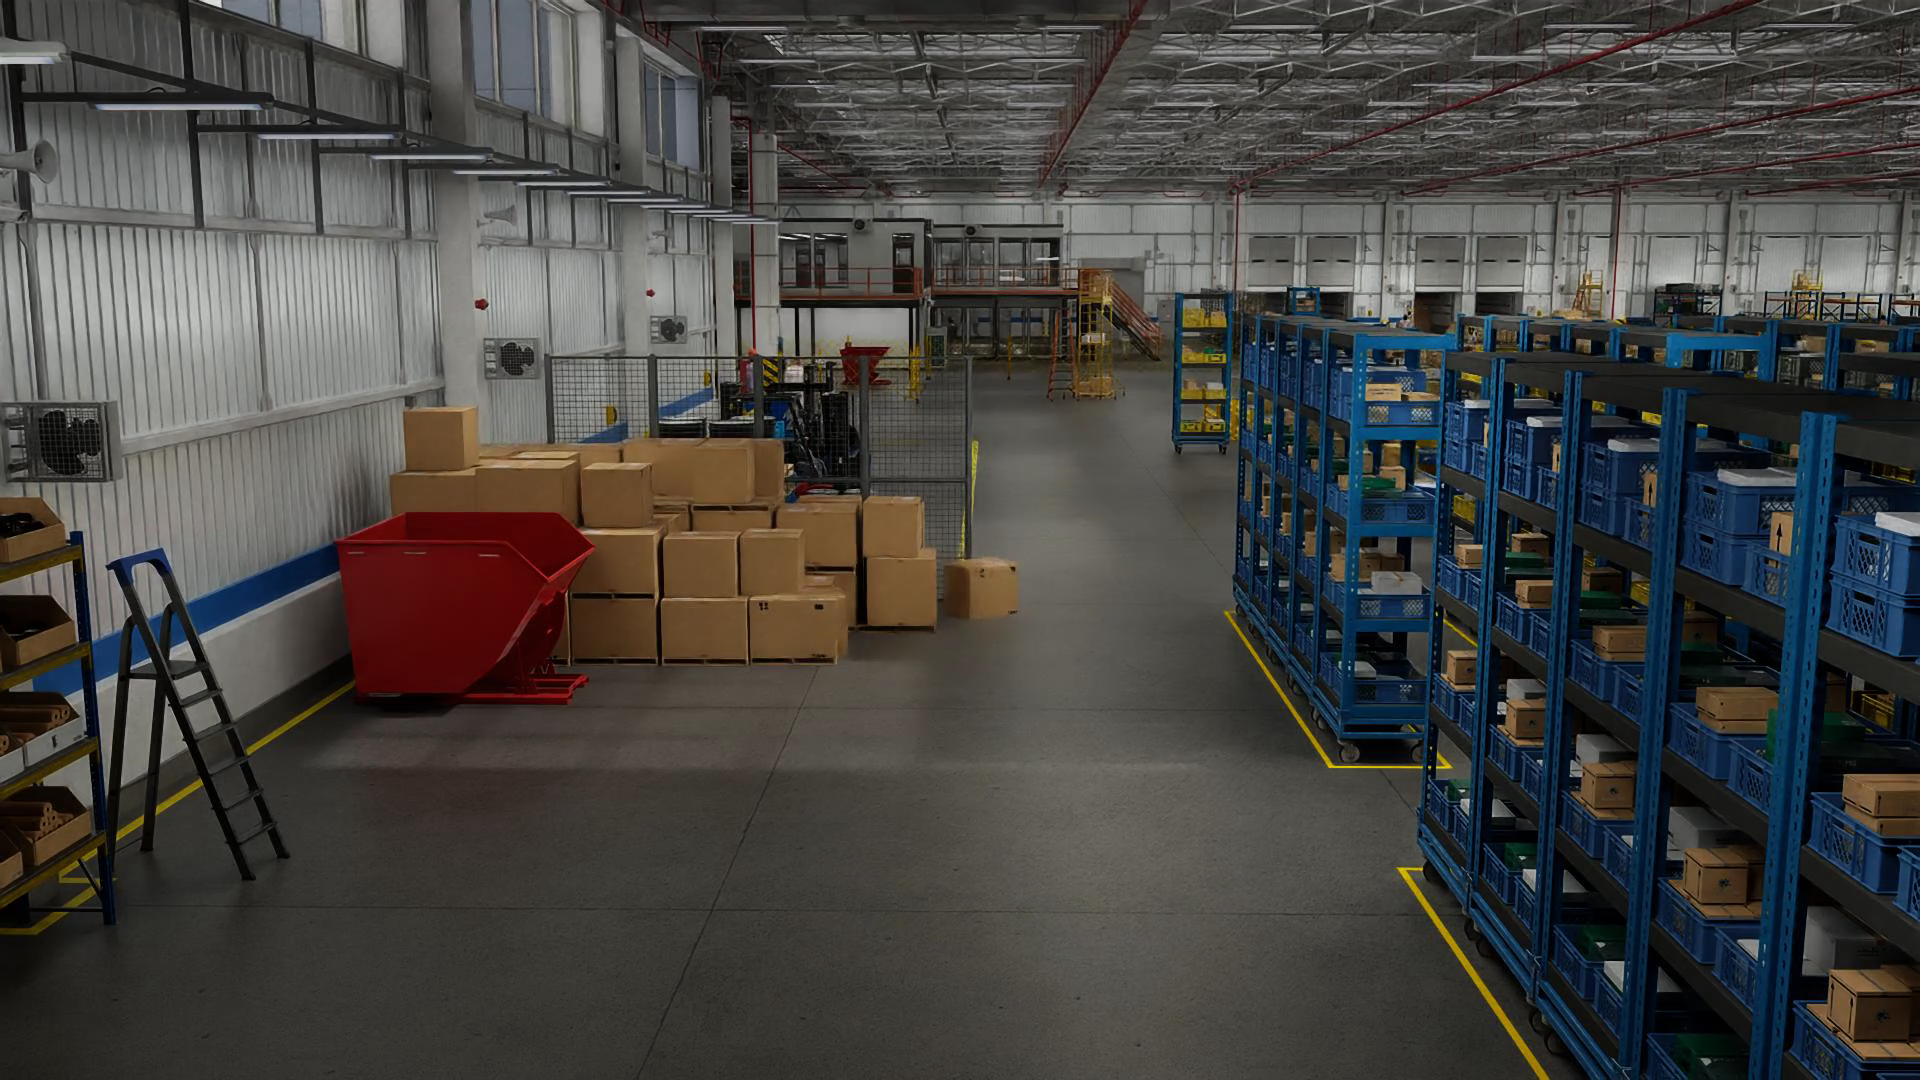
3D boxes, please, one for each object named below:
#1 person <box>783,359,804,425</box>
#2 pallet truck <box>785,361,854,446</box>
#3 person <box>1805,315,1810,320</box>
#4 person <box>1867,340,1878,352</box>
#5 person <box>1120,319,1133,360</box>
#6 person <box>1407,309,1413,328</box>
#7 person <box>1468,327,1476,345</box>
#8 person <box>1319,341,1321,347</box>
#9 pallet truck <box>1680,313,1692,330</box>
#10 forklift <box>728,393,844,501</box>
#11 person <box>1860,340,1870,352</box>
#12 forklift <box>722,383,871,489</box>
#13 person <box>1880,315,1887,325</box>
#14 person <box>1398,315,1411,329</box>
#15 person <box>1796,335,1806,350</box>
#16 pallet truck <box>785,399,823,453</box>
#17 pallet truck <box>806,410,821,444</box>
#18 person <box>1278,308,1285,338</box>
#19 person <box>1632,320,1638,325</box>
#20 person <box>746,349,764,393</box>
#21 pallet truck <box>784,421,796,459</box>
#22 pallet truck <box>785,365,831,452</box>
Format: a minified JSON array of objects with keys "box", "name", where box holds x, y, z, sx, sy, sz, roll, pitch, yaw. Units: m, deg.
[{"box":[-4.337,-3.894,43.774,0.641,1.857,0.985,-1,9,-8],"name":"person"},{"box":[-3.410,-3.193,38.978,1.885,1.965,0.823,0,9,-1],"name":"pallet truck"},{"box":[41.614,-10.095,81.833,0.644,1.908,0.528,7,12,39],"name":"person"},{"box":[31.474,-6.080,57.632,0.856,1.736,0.526,7,12,38],"name":"person"},{"box":[7.659,-9.223,76.583,0.589,1.864,0.652,0,9,1],"name":"person"},{"box":[25.591,-12.176,94.639,0.399,1.918,0.589,6,11,31],"name":"person"},{"box":[20.419,-7.576,66.432,0.335,1.864,0.521,-1,9,-9],"name":"person"},{"box":[14.342,-7.395,65.128,0.540,1.930,0.386,0,9,1],"name":"person"},{"box":[36.315,-10.531,84.244,0.823,1.965,1.885,-6,11,-33],"name":"pallet truck"},{"box":[-2.979,-1.316,26.476,2.680,1.987,1.157,0,9,1],"name":"forklift"},{"box":[31.829,-6.219,58.517,0.890,1.699,0.582,7,11,36],"name":"person"},{"box":[-2.893,-1.687,28.729,2.680,1.987,1.157,0,9,-1],"name":"forklift"},{"box":[50.826,-11.545,91.579,0.913,1.645,0.534,-6,11,-35],"name":"person"},{"box":[23.120,-10.813,86.566,0.678,1.815,0.600,3,10,15],"name":"person"},{"box":[30.731,-6.685,60.913,0.310,1.868,0.532,-2,9,-11],"name":"person"},{"box":[-3.814,-2.432,36.419,1.630,1.274,0.653,0,9,1],"name":"pallet truck"},{"box":[-3.559,-2.018,33.905,1.522,1.261,0.704,0,9,-1],"name":"pallet truck"},{"box":[18.632,-12.411,96.072,0.782,1.912,0.622,5,10,28],"name":"person"},{"box":[30.984,-9.206,76.642,0.878,1.806,0.530,5,11,29],"name":"person"},{"box":[-5.467,-4.047,44.138,0.414,2.036,0.604,7,11,35],"name":"person"},{"box":[-4.013,-1.793,32.705,1.601,1.201,0.680,0,9,1],"name":"pallet truck"},{"box":[-3.774,-2.976,37.635,1.885,1.965,0.823,1,9,5],"name":"pallet truck"}]
